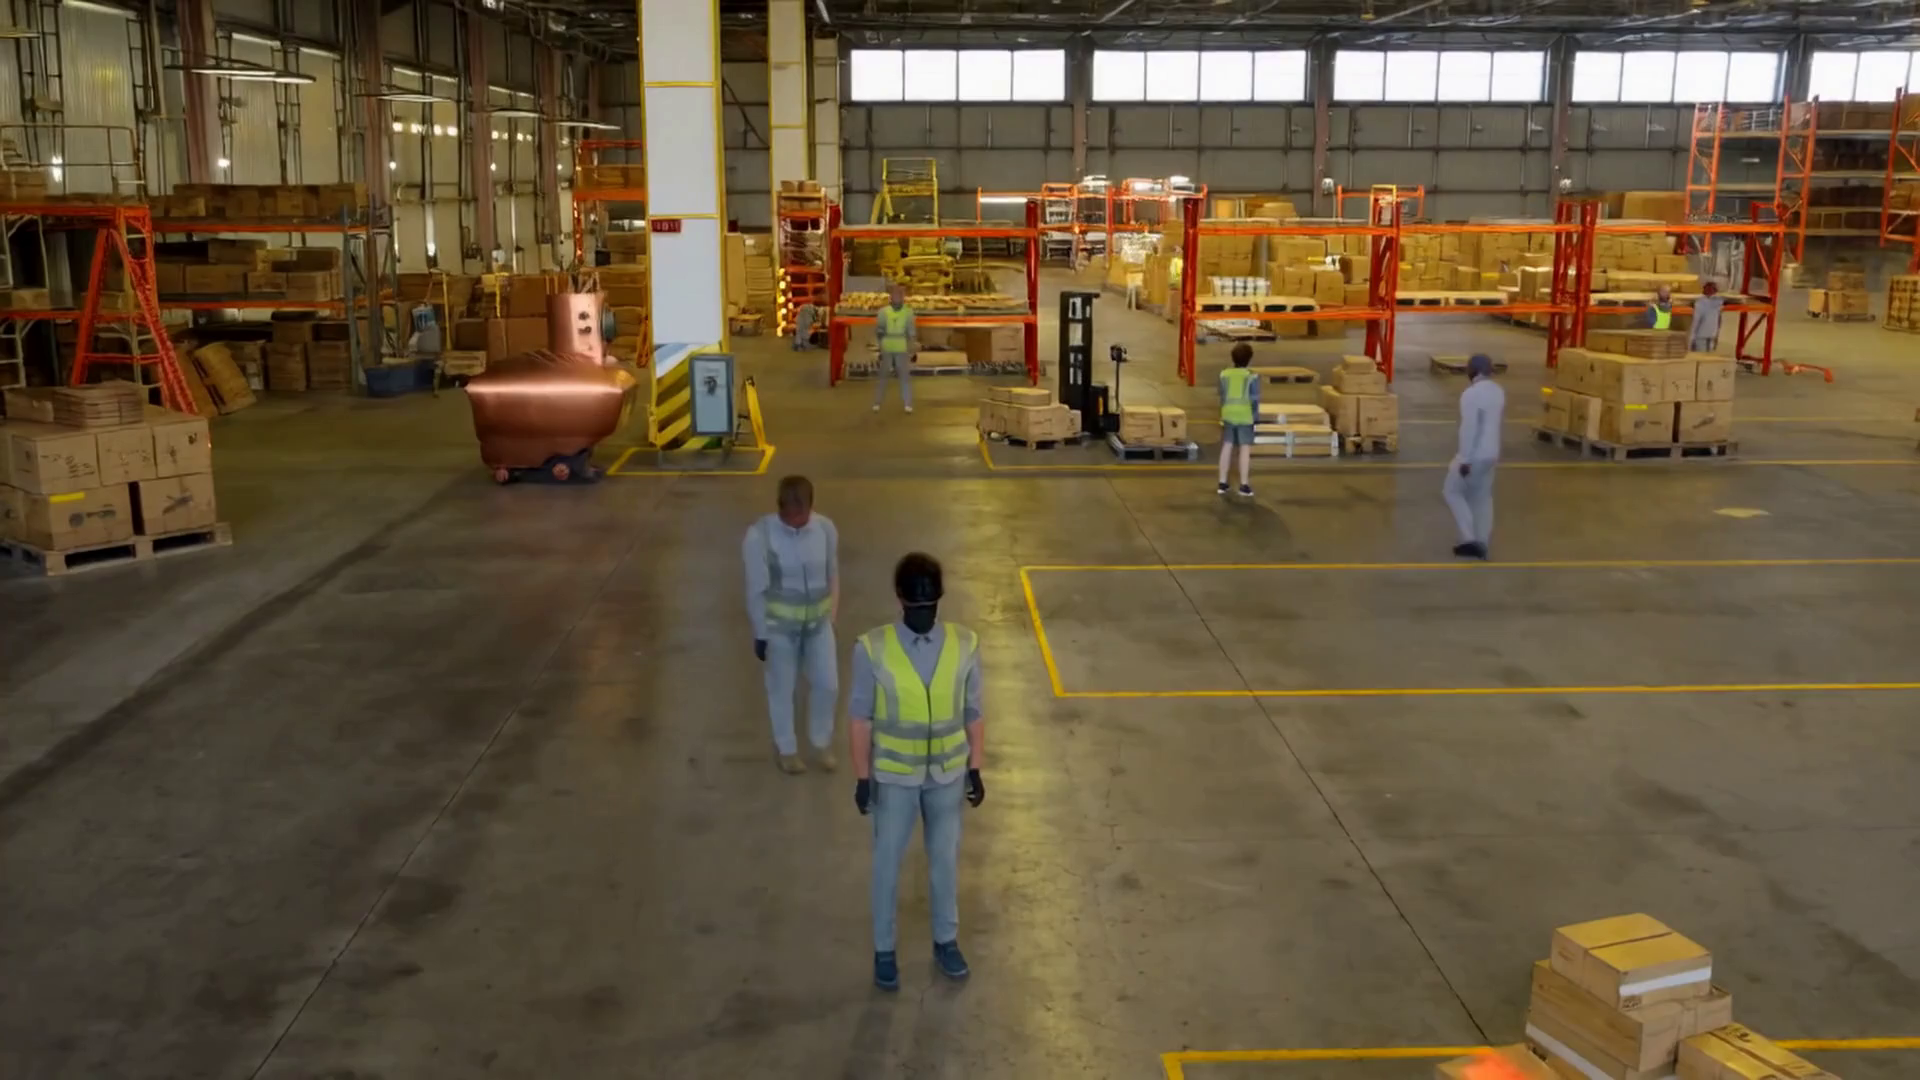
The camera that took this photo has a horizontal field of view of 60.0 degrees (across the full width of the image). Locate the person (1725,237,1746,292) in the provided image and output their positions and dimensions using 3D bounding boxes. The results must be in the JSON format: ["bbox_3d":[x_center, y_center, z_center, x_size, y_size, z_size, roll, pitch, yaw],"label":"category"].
[{"bbox_3d":[23.259,-8.258,49.830,0.309,1.641,0.514,-9,16,-36],"label":"person"}]

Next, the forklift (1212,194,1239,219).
[{"bbox_3d":[8.913,-10.261,56.048,1.129,2.768,1.873,-6,14,-26],"label":"forklift"}]

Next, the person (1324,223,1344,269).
[{"bbox_3d":[11.887,-9.094,52.921,0.627,1.941,0.370,1,13,6],"label":"person"}]

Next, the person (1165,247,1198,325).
[{"bbox_3d":[5.228,-5.959,39.007,0.940,1.833,0.616,8,15,31],"label":"person"}]

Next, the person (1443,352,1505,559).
[{"bbox_3d":[4.766,-0.774,15.395,0.626,1.924,0.453,-9,16,-36],"label":"person"}]

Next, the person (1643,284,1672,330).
[{"bbox_3d":[10.966,-3.139,26.315,0.511,1.826,0.650,-6,14,-24],"label":"person"}]

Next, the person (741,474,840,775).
[{"bbox_3d":[-0.951,0.517,9.791,0.629,1.820,0.564,-6,14,-25],"label":"person"}]

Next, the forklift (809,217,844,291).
[{"bbox_3d":[-4.375,-8.619,48.637,1.873,2.768,1.129,0,12,-2],"label":"forklift"}]

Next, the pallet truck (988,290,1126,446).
[{"bbox_3d":[1.257,-2.299,22.111,1.885,1.965,0.823,-9,15,-35],"label":"pallet truck"}]

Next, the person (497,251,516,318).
[{"bbox_3d":[-11.177,-6.260,40.834,0.323,1.631,0.523,-10,16,-38],"label":"person"}]

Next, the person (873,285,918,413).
[{"bbox_3d":[-0.954,-2.844,24.790,0.627,1.920,0.395,-3,13,-12],"label":"person"}]

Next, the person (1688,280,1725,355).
[{"bbox_3d":[11.817,-3.177,26.380,0.519,1.865,0.328,-2,13,-8],"label":"person"}]

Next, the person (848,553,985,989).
[{"bbox_3d":[-0.182,1.003,7.315,0.614,1.947,0.388,-4,13,-16],"label":"person"}]

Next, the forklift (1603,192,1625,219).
[{"bbox_3d":[23.588,-11.172,60.163,1.873,2.768,1.129,0,12,-2],"label":"forklift"}]

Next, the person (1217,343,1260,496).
[{"bbox_3d":[3.098,-1.344,18.507,0.534,1.692,0.321,12,17,43],"label":"person"}]

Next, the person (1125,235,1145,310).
[{"bbox_3d":[4.558,-6.949,43.242,0.543,1.939,0.360,-5,13,-20],"label":"person"}]
